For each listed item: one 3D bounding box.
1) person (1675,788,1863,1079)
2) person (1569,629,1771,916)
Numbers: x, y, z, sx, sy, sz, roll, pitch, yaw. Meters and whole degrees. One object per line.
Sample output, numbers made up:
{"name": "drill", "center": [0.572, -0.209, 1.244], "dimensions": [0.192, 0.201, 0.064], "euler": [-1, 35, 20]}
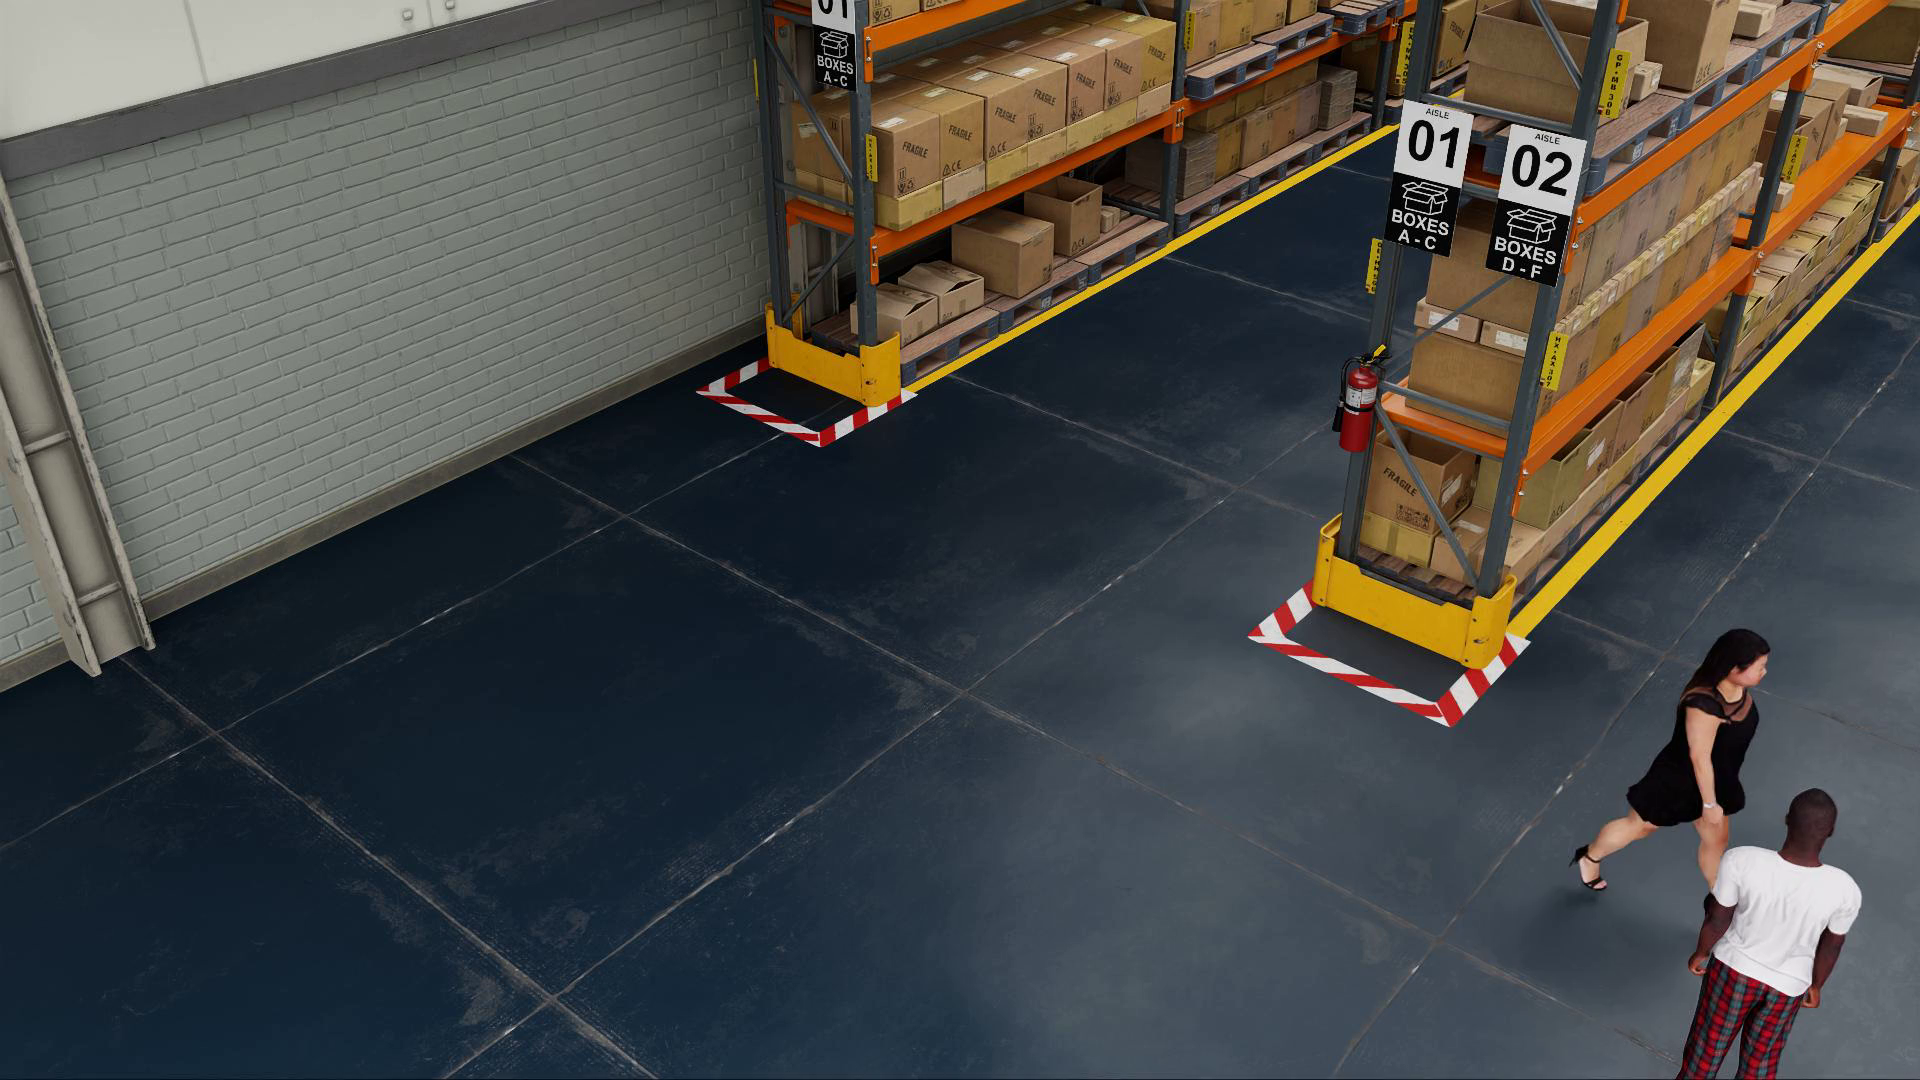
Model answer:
{"name": "person", "center": [3.213, 1.741, 6.684], "dimensions": [0.716, 1.833, 0.640], "euler": [13, 35, 19]}
{"name": "person", "center": [3.318, 1.115, 7.802], "dimensions": [0.689, 1.666, 0.996], "euler": [24, 40, 32]}
